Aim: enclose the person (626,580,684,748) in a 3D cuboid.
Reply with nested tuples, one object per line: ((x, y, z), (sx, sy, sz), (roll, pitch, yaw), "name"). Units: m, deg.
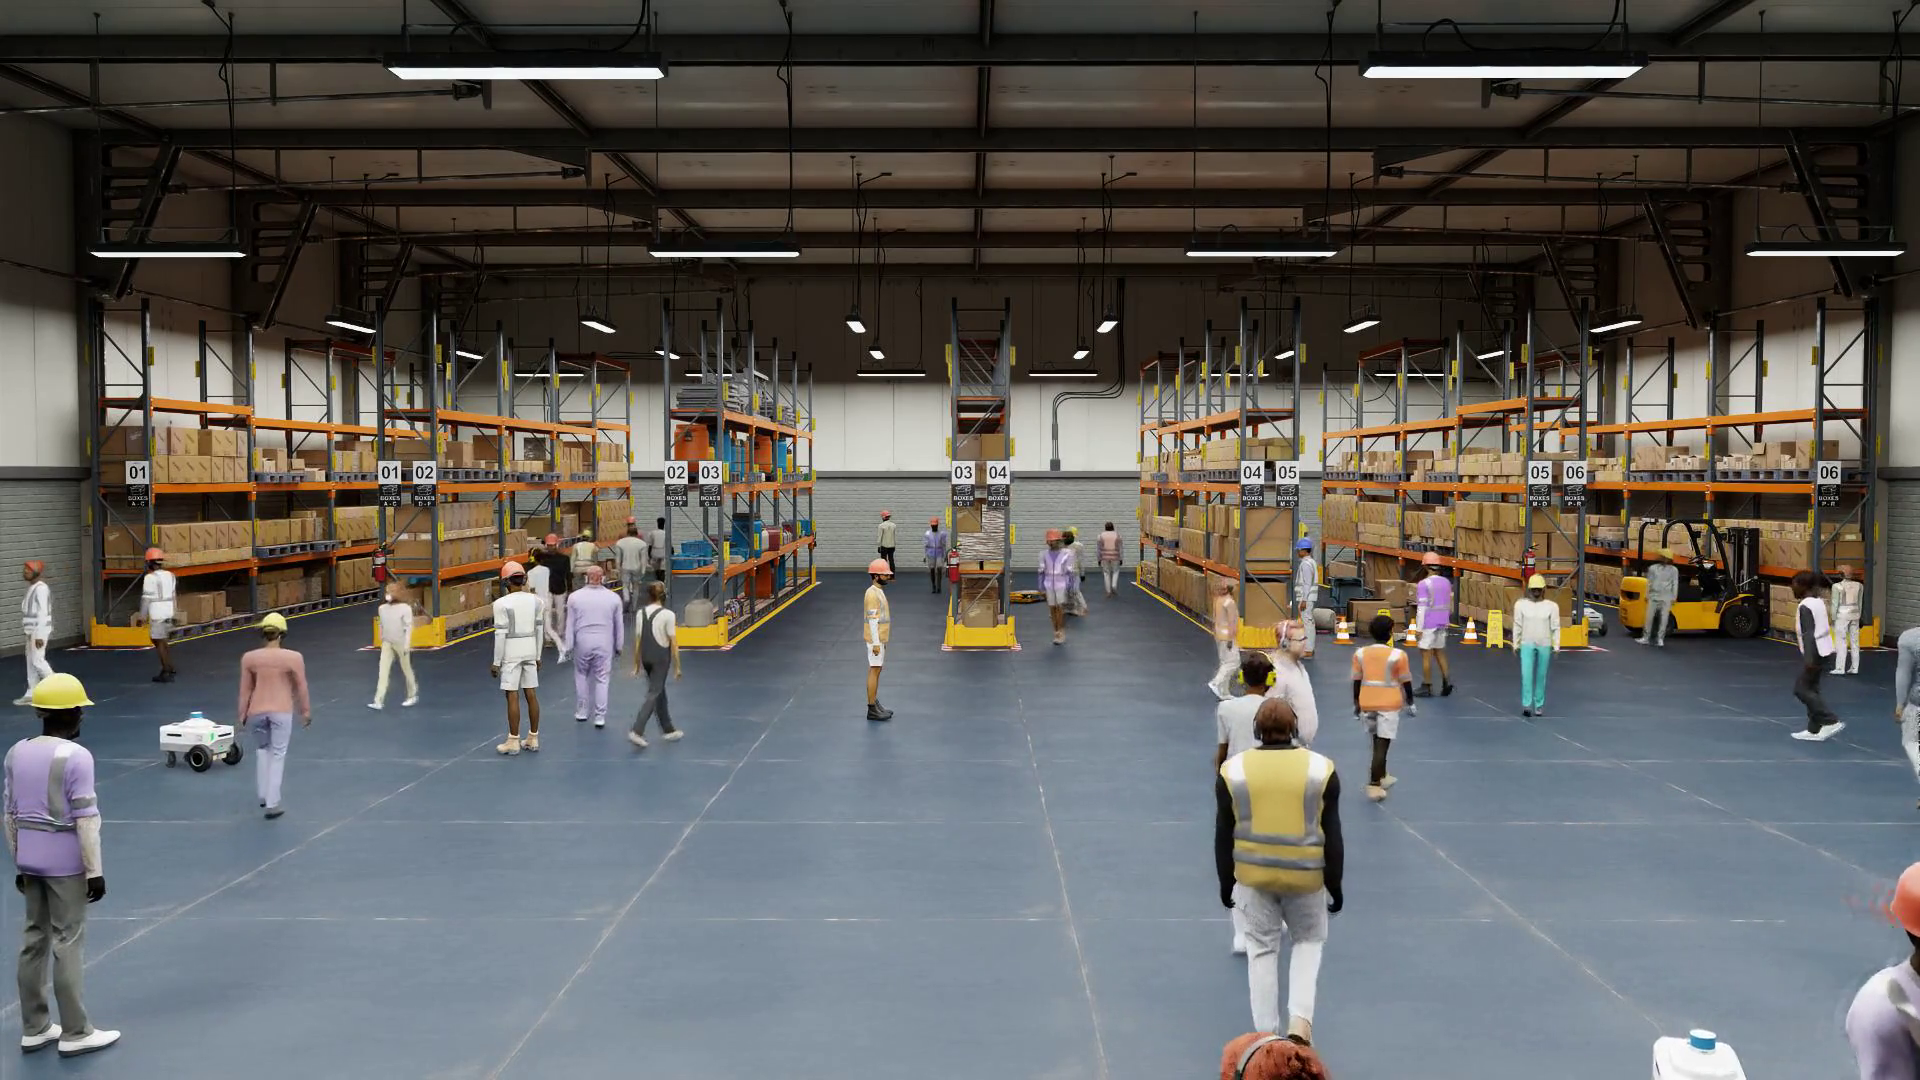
((-3.339, 1.342, 17.586), (0.529, 1.813, 0.928), (1, 3, 32), "person")

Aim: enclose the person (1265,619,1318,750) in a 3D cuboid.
((2.357, 1.522, 11.829), (0.524, 1.899, 0.654), (1, 3, 25), "person")

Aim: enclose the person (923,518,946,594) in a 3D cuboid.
((-0.632, 0.397, 40.183), (0.576, 1.887, 0.963), (0, 2, -1), "person")

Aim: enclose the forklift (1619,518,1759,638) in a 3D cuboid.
((13.417, 0.684, 29.791), (2.313, 2.155, 1.214), (0, 2, 0), "forklift")

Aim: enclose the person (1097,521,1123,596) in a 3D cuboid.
((3.660, 0.459, 39.372), (0.642, 1.827, 0.538), (0, 2, 10), "person")

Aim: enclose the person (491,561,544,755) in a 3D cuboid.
((-4.721, 1.244, 17.169), (0.391, 2.033, 0.605), (2, 3, 38), "person")

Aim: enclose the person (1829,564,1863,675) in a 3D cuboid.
((13.070, 1.173, 23.807), (0.514, 1.643, 0.307), (0, 2, -12), "person")

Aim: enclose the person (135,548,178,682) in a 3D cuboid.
((-11.457, 1.072, 23.041), (0.480, 1.912, 0.536), (0, 2, 6), "person")

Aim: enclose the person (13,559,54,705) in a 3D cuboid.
((-11.846, 1.182, 20.726), (0.474, 1.883, 0.596), (-2, 3, -39), "person")

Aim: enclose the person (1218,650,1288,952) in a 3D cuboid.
((1.885, 1.613, 10.190), (0.525, 1.842, 0.781), (1, 3, 28), "person")

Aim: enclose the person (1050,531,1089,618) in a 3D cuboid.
((2.238, 0.717, 33.398), (0.822, 1.803, 0.668), (-2, 3, -37), "person")

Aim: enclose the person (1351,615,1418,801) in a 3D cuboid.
((3.919, 1.520, 14.804), (0.680, 1.674, 0.548), (-2, 3, -44), "person")

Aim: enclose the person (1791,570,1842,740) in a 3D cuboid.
((9.464, 1.282, 17.909), (0.465, 1.896, 0.640), (2, 3, 41), "person")

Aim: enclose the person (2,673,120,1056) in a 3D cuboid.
((-4.629, 1.648, 8.294), (0.586, 1.928, 0.380), (1, 2, 23), "person")

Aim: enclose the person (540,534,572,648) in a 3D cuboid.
((-7.028, 0.855, 27.962), (0.622, 1.956, 0.981), (0, 2, -8), "person")

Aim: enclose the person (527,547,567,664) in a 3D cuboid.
((-6.498, 1.027, 25.105), (0.892, 1.843, 0.517), (1, 3, 30), "person")

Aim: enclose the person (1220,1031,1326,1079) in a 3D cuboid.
((0.641, 1.893, 3.063), (0.586, 1.860, 0.809), (-1, 2, -19), "person")

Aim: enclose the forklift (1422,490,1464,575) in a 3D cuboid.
((13.926, -0.371, 47.846), (1.873, 2.768, 1.129), (0, 2, 0), "forklift")

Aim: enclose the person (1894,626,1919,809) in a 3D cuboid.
((8.442, 1.424, 13.984), (0.655, 1.922, 0.436), (1, 2, 14), "person")

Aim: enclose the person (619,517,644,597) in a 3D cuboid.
((-8.006, 0.410, 39.481), (0.628, 1.937, 1.070), (0, 2, 2), "person")

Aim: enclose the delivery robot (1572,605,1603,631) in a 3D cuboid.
((11.630, 1.439, 29.951), (0.477, 0.478, 0.707), (0, 2, 0), "delivery robot")

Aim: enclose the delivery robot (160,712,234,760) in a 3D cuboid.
((-7.712, 1.981, 16.306), (0.707, 0.478, 0.477), (1, 2, 17), "delivery robot")

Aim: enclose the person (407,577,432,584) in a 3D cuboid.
((-10.855, 0.757, 32.478), (0.592, 1.796, 0.989), (0, 2, -2), "person")

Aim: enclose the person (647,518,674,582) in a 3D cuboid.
((-7.335, 0.405, 39.724), (0.647, 1.907, 0.990), (0, 2, 0), "person")

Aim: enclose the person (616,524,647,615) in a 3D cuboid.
((-6.917, 0.631, 34.010), (0.642, 1.919, 0.575), (0, 2, -12), "person")

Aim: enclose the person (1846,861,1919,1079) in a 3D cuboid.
((2.723, 1.809, 4.466), (0.579, 1.903, 0.401), (-1, 3, -26), "person")

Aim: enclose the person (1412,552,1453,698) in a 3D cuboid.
((6.321, 1.131, 21.516), (0.639, 1.922, 0.498), (-1, 3, -29), "person")

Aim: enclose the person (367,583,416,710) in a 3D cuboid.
((-7.133, 1.333, 20.362), (0.518, 1.580, 0.849), (1, 2, 15), "person")

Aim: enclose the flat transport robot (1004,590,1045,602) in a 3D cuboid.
((1.613, 1.310, 37.881), (0.652, 0.197, 1.431), (1, 3, 29), "flat transport robot")

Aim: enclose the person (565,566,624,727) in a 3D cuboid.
((-4.321, 1.242, 19.075), (0.683, 1.872, 0.850), (-1, 2, -16), "person")

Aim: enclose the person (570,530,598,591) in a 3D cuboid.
((-8.157, 0.666, 35.062), (0.605, 1.778, 0.780), (-1, 2, -19), "person")

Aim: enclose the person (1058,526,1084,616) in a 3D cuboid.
((2.316, 0.645, 34.148), (0.656, 1.884, 0.519), (1, 3, 25), "person")

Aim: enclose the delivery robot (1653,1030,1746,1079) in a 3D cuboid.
((3.183, 2.354, 6.925), (0.477, 0.478, 0.707), (1, 2, 19), "delivery robot")

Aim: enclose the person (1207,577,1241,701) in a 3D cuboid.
((3.447, 1.293, 21.012), (0.407, 1.627, 0.516), (0, 2, -12), "person")

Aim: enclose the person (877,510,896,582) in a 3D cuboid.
((-2.044, 0.167, 44.884), (0.615, 1.987, 0.406), (-2, 3, -40), "person")

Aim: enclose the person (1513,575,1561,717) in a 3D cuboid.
((6.990, 1.293, 19.572), (0.548, 1.724, 0.852), (1, 2, 18), "person")

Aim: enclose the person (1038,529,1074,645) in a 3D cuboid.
((1.621, 0.829, 27.956), (0.626, 2.003, 0.910), (1, 2, 18), "person")

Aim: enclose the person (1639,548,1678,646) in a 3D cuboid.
((12.085, 0.980, 27.848), (0.572, 1.697, 0.420), (2, 3, 35), "person")

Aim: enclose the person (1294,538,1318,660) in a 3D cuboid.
((5.555, 0.938, 25.950), (0.402, 1.943, 0.617), (1, 2, 19), "person")

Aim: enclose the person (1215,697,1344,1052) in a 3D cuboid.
((1.606, 1.704, 8.149), (0.645, 1.823, 0.453), (1, 2, 15), "person")

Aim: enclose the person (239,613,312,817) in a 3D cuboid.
((-5.961, 1.511, 14.077), (0.540, 1.745, 0.659), (0, 2, 0), "person")

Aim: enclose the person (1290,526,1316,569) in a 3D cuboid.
((8.000, 0.555, 37.751), (0.600, 1.784, 0.952), (-1, 2, -13), "person")

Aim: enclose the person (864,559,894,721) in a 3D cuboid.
((-0.982, 1.195, 19.577), (0.360, 1.938, 0.546), (0, 2, 4), "person")
